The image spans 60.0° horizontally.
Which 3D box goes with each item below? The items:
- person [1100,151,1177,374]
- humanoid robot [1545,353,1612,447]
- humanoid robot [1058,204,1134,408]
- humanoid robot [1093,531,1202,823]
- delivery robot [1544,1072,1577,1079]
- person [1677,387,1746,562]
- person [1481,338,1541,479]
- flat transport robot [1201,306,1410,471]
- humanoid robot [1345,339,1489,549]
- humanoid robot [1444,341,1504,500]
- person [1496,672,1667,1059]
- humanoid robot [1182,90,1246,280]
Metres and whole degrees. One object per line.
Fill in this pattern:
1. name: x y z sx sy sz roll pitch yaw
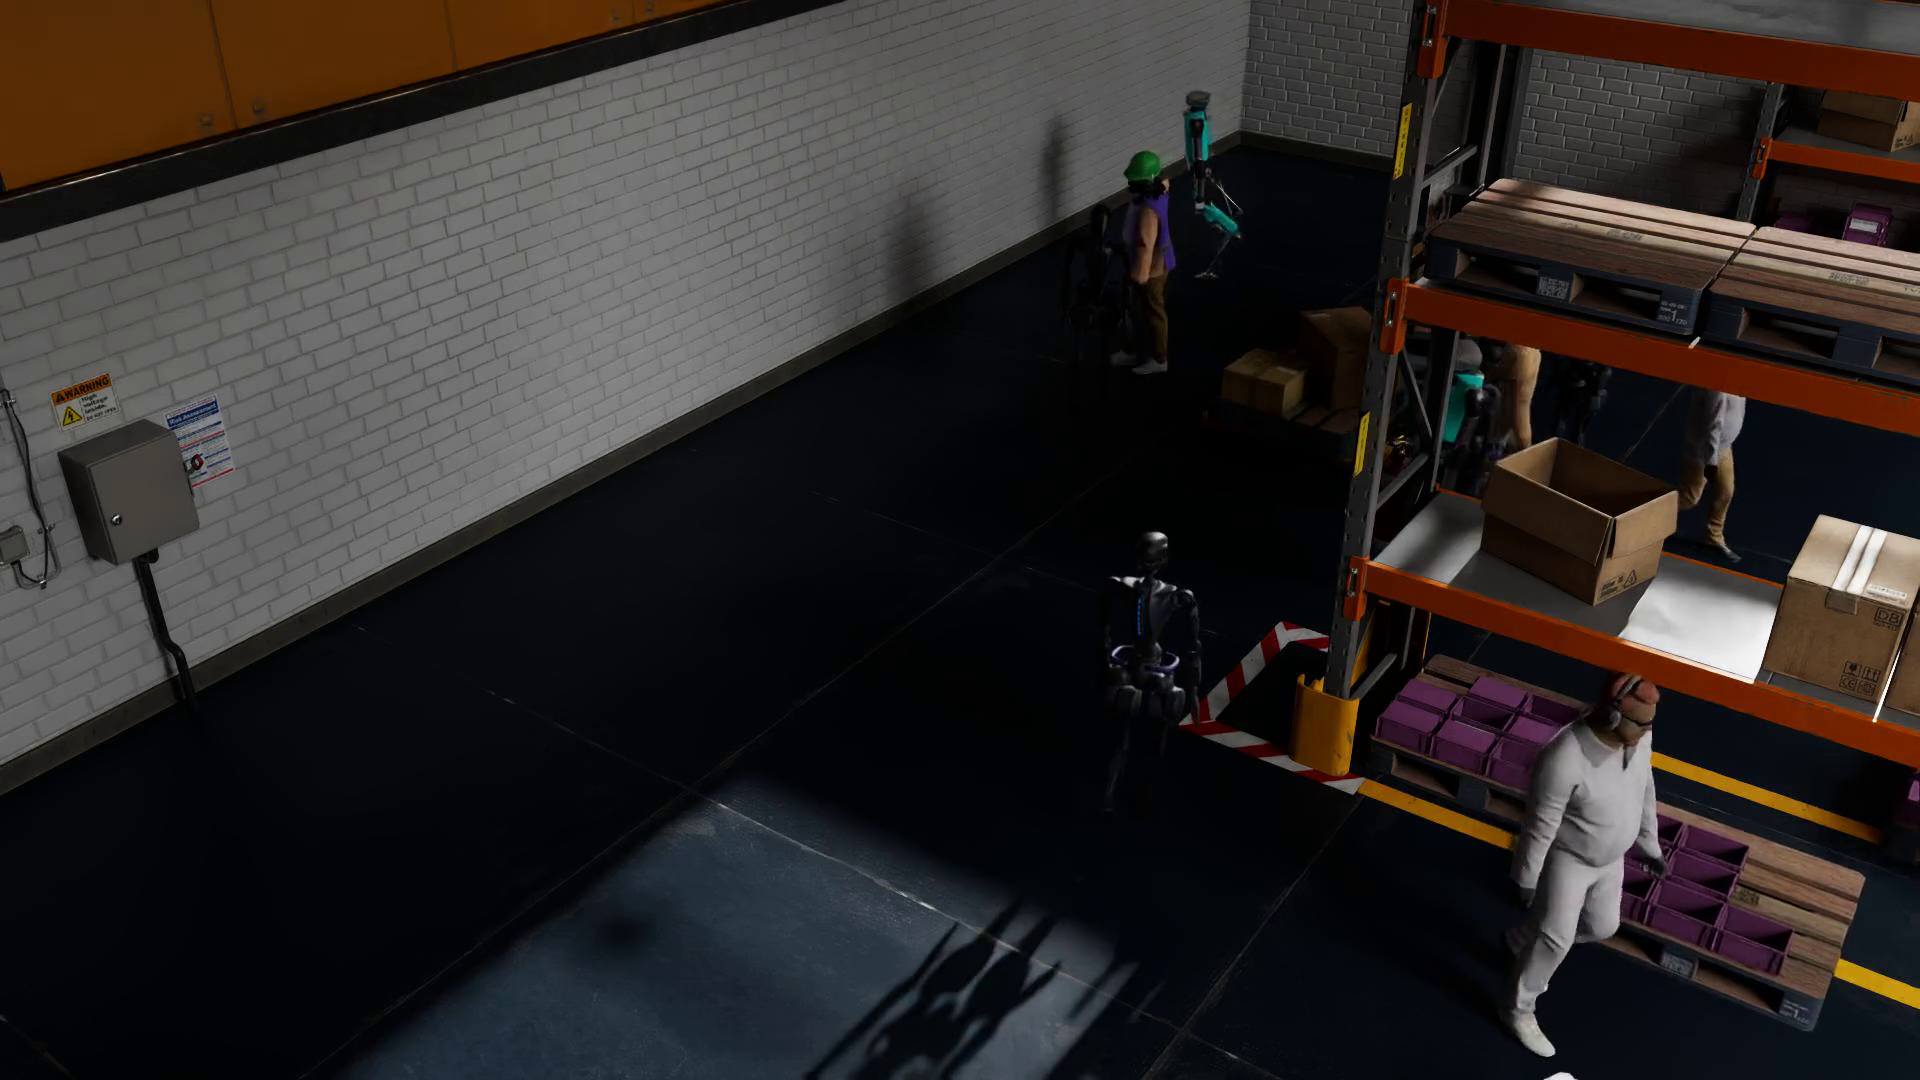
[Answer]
1. person: 1.436 -2.175 13.186 0.627 1.894 0.576 -5 30 -8
2. humanoid robot: 4.310 -1.114 11.562 0.319 1.651 0.589 -10 31 -16
3. humanoid robot: 1.050 -1.781 12.755 0.590 1.674 0.411 7 31 12
4. humanoid robot: 0.915 0.743 8.347 0.588 1.630 0.485 12 32 20
5. delivery robot: 2.470 2.459 6.491 0.499 0.597 0.798 -14 33 -23
6. person: 4.771 -0.647 10.728 0.724 1.699 0.564 23 37 34
7. person: 3.625 -0.796 10.845 0.738 1.839 0.574 10 31 16
8. flat transport robot: 2.607 -0.869 12.548 1.431 0.231 0.659 21 36 32
9. humanoid robot: 2.709 -0.392 10.281 0.899 1.783 0.581 -4 30 -7
10. humanoid robot: 3.184 -0.466 10.444 0.331 1.651 0.608 0 30 0
11. person: 2.628 1.331 7.114 0.659 1.879 0.523 -20 36 -31
12. humanoid robot: 2.339 -3.117 15.086 0.752 1.881 0.543 2 30 4
